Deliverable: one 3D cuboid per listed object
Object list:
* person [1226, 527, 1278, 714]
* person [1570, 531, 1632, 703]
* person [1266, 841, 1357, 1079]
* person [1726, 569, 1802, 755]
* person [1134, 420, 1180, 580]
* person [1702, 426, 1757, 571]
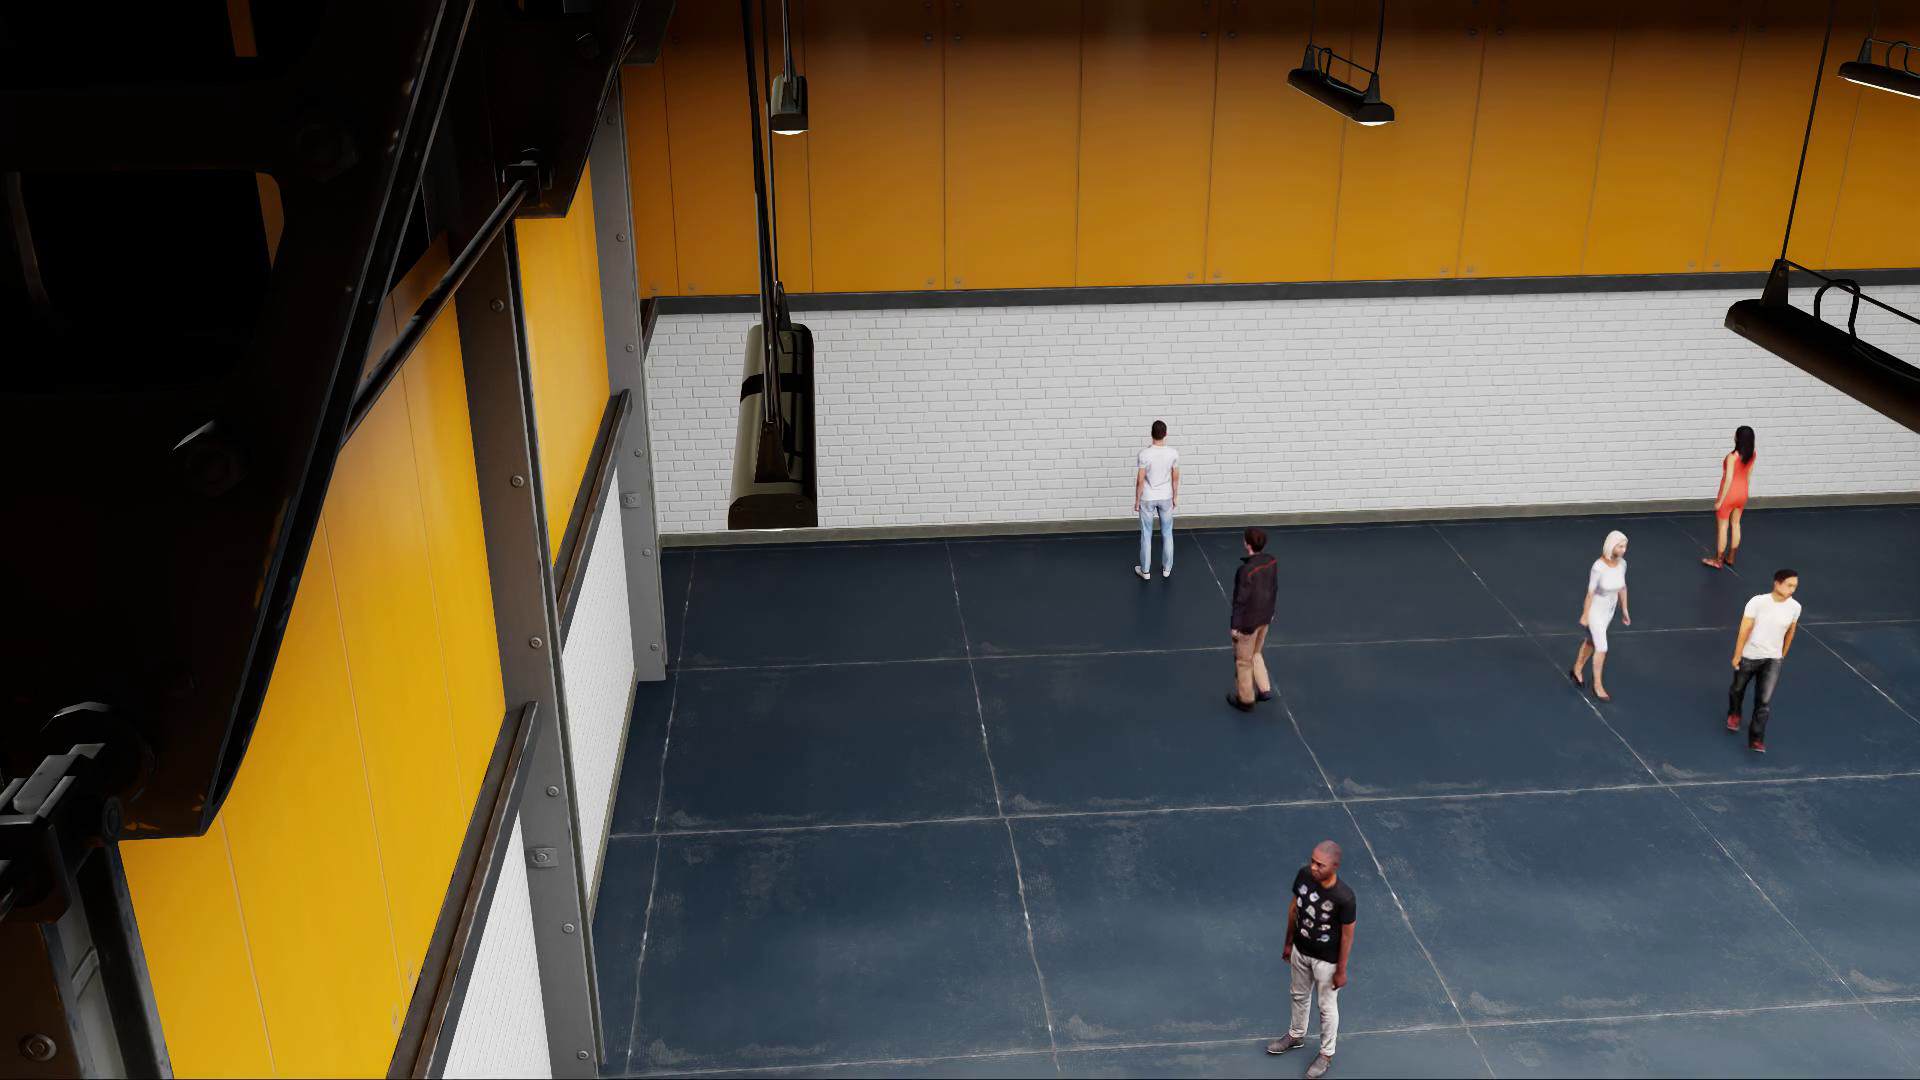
[{"bbox_3d":[2.848,0.800,15.832,0.872,1.913,0.913,-19,30,-36],"label":"person"},{"bbox_3d":[6.217,0.679,16.343,0.786,1.726,0.922,-15,28,-31],"label":"person"},{"bbox_3d":[2.448,2.821,11.345,0.823,1.804,0.724,-19,30,-36],"label":"person"},{"bbox_3d":[7.425,1.042,15.479,0.952,1.754,1.223,7,25,16],"label":"person"},{"bbox_3d":[2.216,-0.457,18.787,0.653,1.850,0.557,-4,24,-8],"label":"person"},{"bbox_3d":[8.843,-0.492,19.031,0.656,1.719,0.627,-11,26,-24],"label":"person"}]
